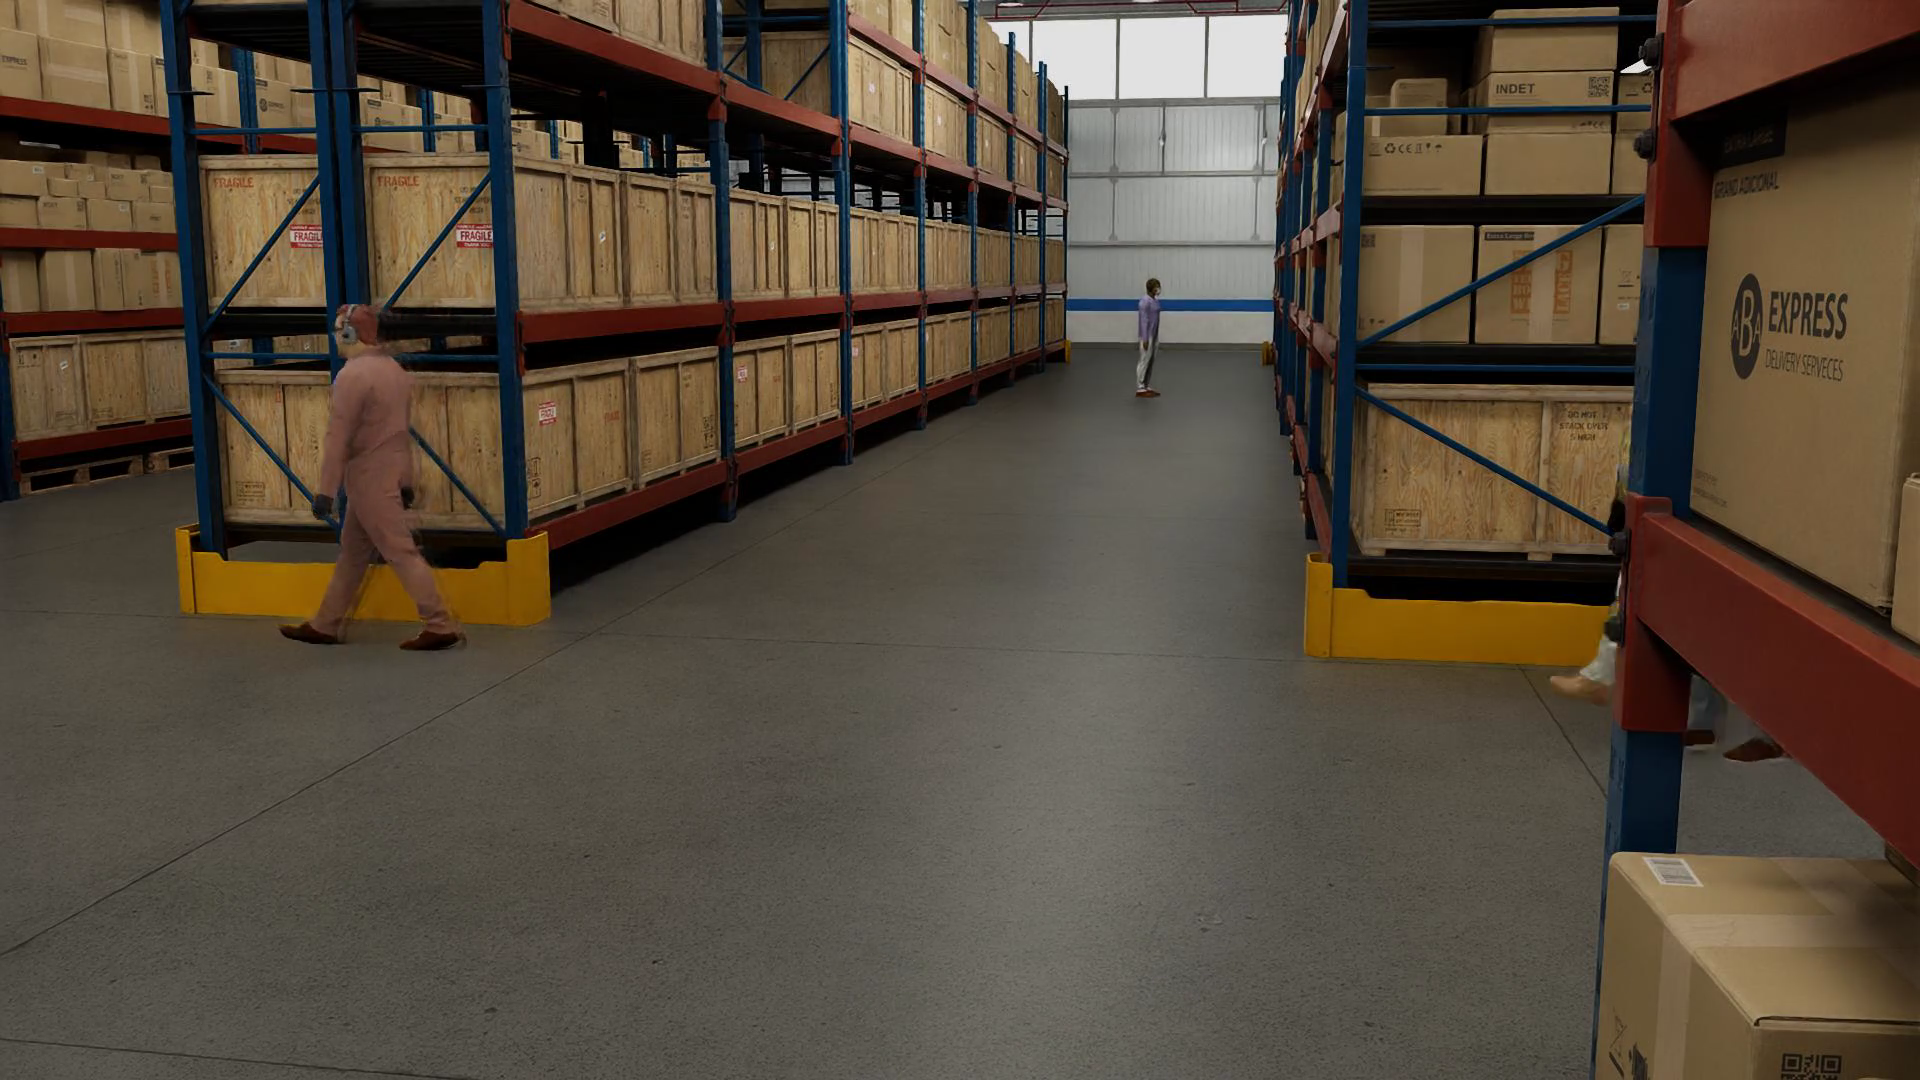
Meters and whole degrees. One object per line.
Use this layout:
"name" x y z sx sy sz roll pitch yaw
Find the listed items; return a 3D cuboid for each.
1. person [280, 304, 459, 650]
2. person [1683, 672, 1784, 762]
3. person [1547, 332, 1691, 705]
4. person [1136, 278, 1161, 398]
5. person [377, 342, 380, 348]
"person" -3.168 -0.318 8.849 1.018 1.853 0.659 0 9 1
"person" 3.142 0.127 6.821 0.629 1.597 0.523 1 9 6
"person" 3.163 -0.121 7.763 0.882 1.803 0.653 1 9 7
"person" 3.058 -3.257 26.853 0.369 1.930 0.627 4 10 25
"person" -6.225 -1.605 17.186 0.503 1.728 0.546 -1 9 -6
